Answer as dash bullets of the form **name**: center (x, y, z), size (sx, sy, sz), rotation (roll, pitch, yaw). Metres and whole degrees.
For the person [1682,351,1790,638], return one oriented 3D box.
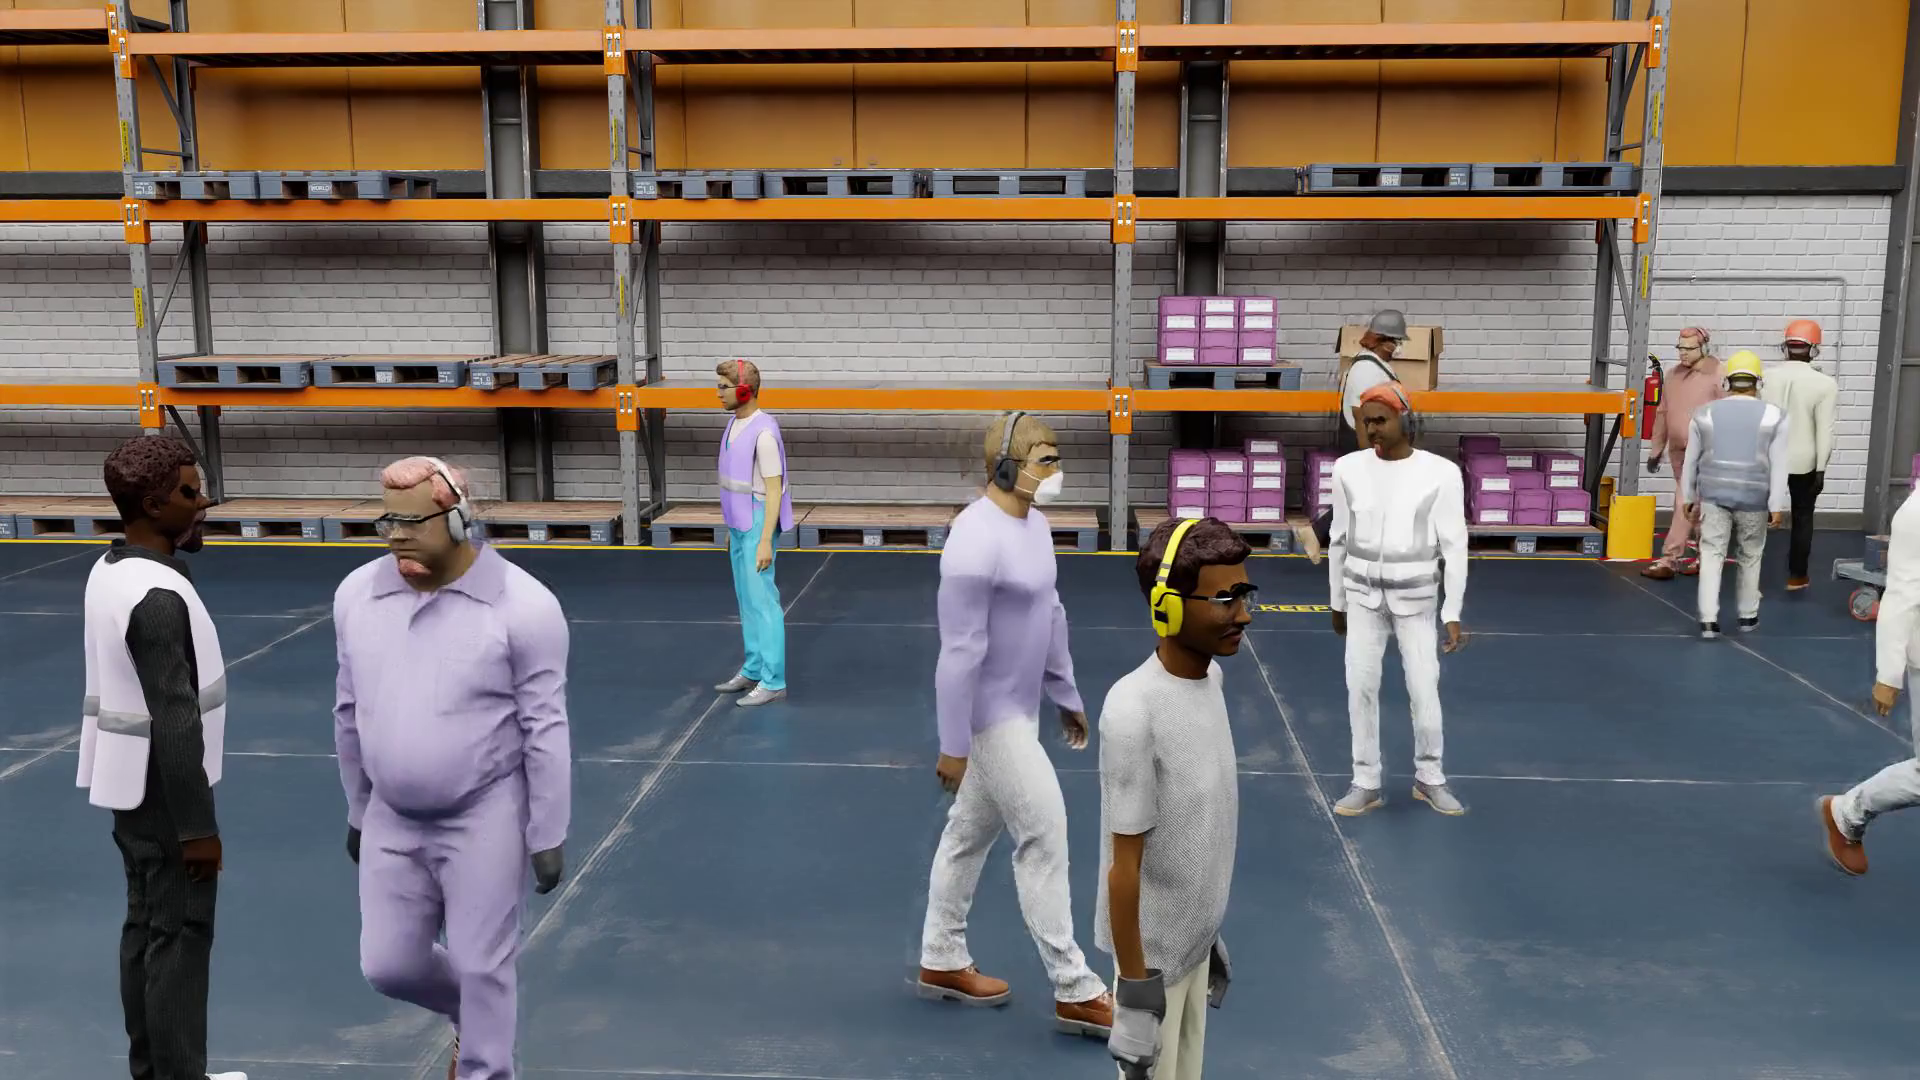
- **person**: center (4.845, -0.282, 10.406), size (0.614, 1.800, 0.769), rotation (6, 12, 33)

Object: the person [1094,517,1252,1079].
- **person**: center (0.441, 0.872, 3.457), size (0.311, 1.862, 0.530), rotation (5, 11, 26)

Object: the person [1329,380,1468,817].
- **person**: center (1.881, 0.255, 7.085), size (0.625, 1.870, 0.512), rotation (6, 11, 30)

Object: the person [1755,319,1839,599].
- **person**: center (5.768, -0.564, 11.623), size (0.606, 1.959, 0.983), rotation (8, 13, 41)

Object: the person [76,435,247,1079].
- **person**: center (-2.117, 0.678, 4.427), size (0.392, 1.920, 0.588), rotation (-8, 12, -38)

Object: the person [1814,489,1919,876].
- **person**: center (3.494, 0.433, 5.887), size (0.659, 1.913, 0.678), rotation (-2, 10, -13)

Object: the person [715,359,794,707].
- **person**: center (-1.092, -0.041, 8.856), size (0.375, 1.841, 0.567), rotation (-5, 11, -26)

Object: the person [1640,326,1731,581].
- **person**: center (5.304, -0.631, 12.229), size (0.893, 1.861, 0.689), rotation (-3, 10, -18)

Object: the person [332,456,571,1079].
- **person**: center (-1.310, 0.705, 4.357), size (0.659, 1.884, 0.514), rotation (2, 10, 11)

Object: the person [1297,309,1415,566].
- **person**: center (2.909, -0.696, 12.113), size (0.778, 2.000, 0.728), rotation (3, 10, 15)

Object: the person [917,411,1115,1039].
- **person**: center (0.252, 0.563, 5.109), size (0.909, 1.903, 0.647), rotation (3, 10, 18)
